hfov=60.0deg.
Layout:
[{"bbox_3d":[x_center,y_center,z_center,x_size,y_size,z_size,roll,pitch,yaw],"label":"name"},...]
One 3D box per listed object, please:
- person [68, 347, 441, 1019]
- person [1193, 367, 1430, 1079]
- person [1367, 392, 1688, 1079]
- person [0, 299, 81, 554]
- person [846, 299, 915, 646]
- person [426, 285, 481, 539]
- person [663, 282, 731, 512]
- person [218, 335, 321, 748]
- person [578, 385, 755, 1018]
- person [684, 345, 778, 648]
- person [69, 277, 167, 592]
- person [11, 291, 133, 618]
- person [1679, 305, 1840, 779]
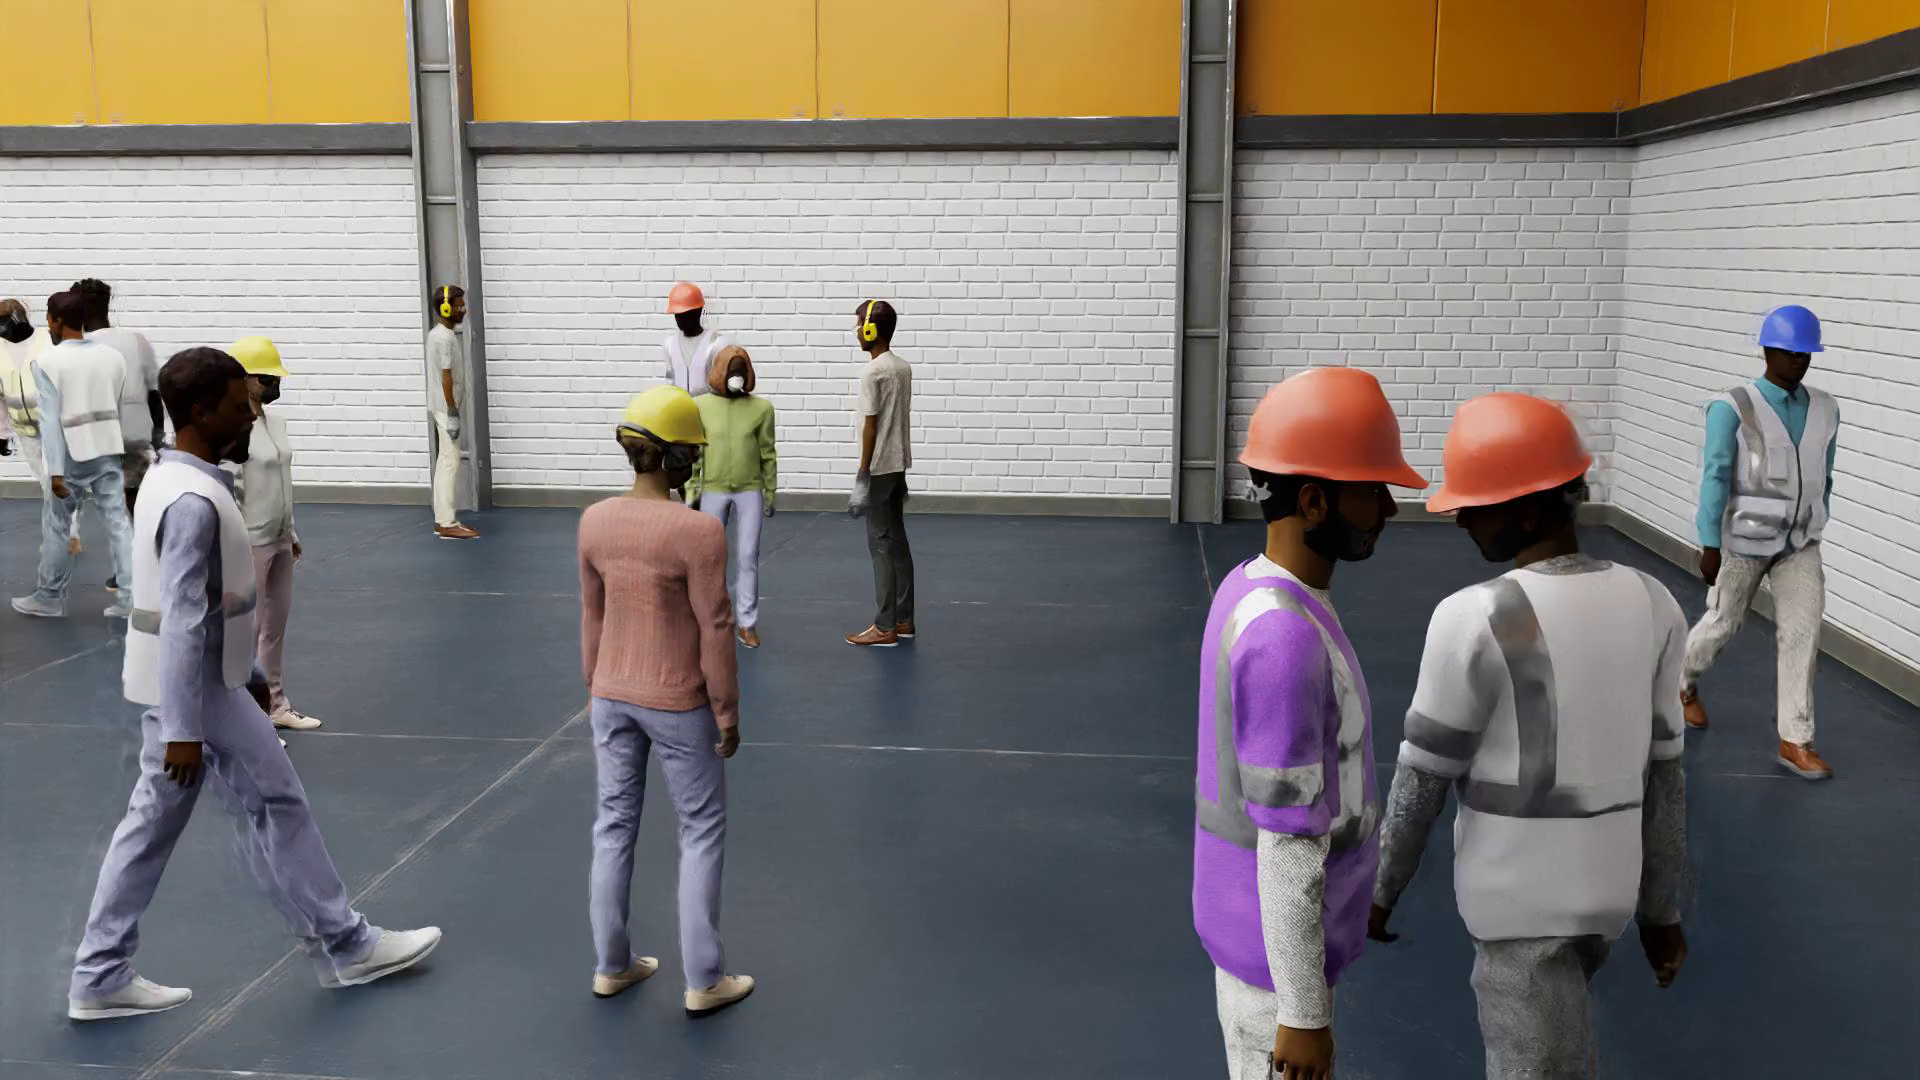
[{"bbox_3d":[-2.053,0.397,4.636,0.996,1.862,0.613,-5,11,-28],"label":"person"},{"bbox_3d":[0.585,0.671,2.868,0.363,1.934,0.552,1,10,6],"label":"person"},{"bbox_3d":[1.092,0.660,3.163,0.545,1.872,0.990,-5,11,-27],"label":"person"},{"bbox_3d":[-6.405,-0.769,11.560,0.702,1.793,0.678,0,10,2],"label":"person"},{"bbox_3d":[-0.431,-0.357,8.964,0.310,1.866,0.556,4,11,21],"label":"person"},{"bbox_3d":[-3.775,-0.943,12.307,0.311,1.868,0.532,-4,11,-22],"label":"person"},{"bbox_3d":[-1.792,-0.796,11.333,0.547,1.910,0.480,4,11,20],"label":"person"},{"bbox_3d":[-2.993,0.007,7.161,0.317,1.766,0.533,1,10,6],"label":"person"},{"bbox_3d":[-0.836,0.448,4.686,0.539,1.758,0.353,5,11,28],"label":"person"},{"bbox_3d":[-1.244,-0.252,9.038,0.523,1.616,0.555,-2,10,-12],"label":"person"},{"bbox_3d":[-5.229,-0.634,10.265,0.385,1.951,0.637,6,12,32],"label":"person"},{"bbox_3d":[-5.111,-0.473,9.575,0.873,1.886,0.596,4,11,23],"label":"person"},{"bbox_3d":[3.348,-0.036,7.000,0.625,1.912,0.948,-1,10,-8],"label":"person"}]
